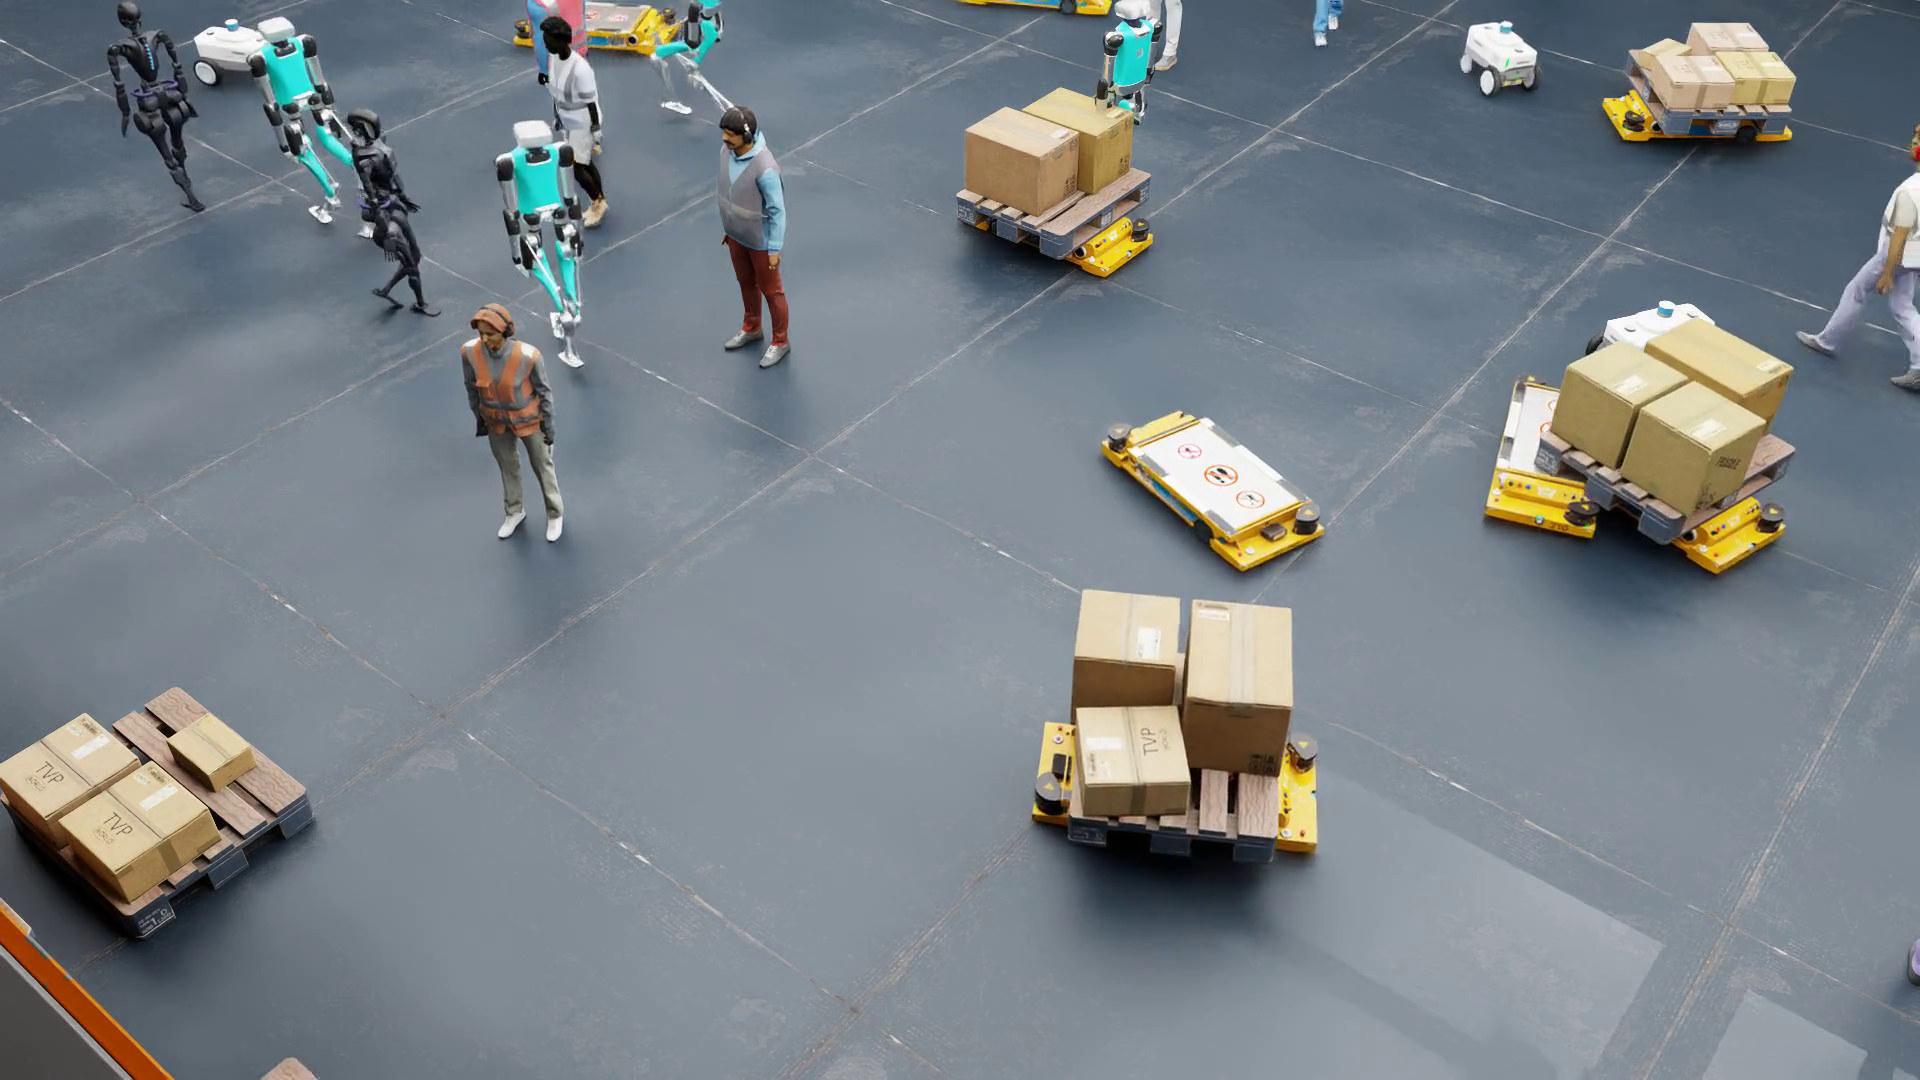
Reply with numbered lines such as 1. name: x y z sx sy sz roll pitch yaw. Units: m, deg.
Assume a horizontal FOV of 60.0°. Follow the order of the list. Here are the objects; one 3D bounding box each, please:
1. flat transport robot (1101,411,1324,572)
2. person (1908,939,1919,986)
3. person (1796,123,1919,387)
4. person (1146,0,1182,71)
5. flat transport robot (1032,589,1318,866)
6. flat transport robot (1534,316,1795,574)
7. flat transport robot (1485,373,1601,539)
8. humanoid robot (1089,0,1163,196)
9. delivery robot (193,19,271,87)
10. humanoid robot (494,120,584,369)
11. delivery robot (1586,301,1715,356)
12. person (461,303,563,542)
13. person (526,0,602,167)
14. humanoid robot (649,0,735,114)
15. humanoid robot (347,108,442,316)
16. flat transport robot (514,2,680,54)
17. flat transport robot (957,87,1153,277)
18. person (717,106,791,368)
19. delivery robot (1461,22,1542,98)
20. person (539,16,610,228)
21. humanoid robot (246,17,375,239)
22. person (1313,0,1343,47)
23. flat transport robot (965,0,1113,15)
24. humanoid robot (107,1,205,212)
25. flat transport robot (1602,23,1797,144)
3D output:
1. flat transport robot: 1.578 -0.362 10.504 0.659 0.231 1.431 -22 45 -24
2. person: 4.625 1.387 7.229 0.562 1.846 0.390 31 49 31
3. person: 6.347 -1.893 11.134 0.594 1.799 0.895 -23 46 -25
4. person: 1.835 -5.171 14.914 0.354 1.886 0.572 -31 49 -31
5. flat transport robot: 1.121 1.239 8.621 1.431 0.231 0.659 5 41 6
6. flat transport robot: 4.388 -0.348 10.488 0.659 0.231 1.431 -24 46 -26
7. flat transport robot: 3.834 -0.569 10.747 0.659 0.231 1.431 14 42 16
8. humanoid robot: 1.133 -3.439 12.887 0.533 1.677 0.735 -27 47 -28
9. delivery robot: -6.525 -4.414 15.047 0.763 0.591 0.525 11 42 13
10. humanoid robot: -2.707 -1.930 11.194 0.570 1.727 1.000 -23 46 -25
11. delivery robot: 4.782 -1.374 11.457 0.747 0.572 0.499 -13 42 -15
12. person: -2.626 -0.690 9.829 0.513 1.640 0.314 6 41 7
13. person: -3.232 -3.914 13.469 0.431 1.843 0.623 18 43 20
14. humanoid robot: -2.316 -4.347 14.084 1.011 1.741 0.535 15 43 17
15. humanoid robot: -4.054 -2.304 11.720 0.493 1.635 0.607 -2 40 -2
16. flat transport robot: -3.452 -4.874 15.811 1.431 0.231 0.659 6 41 7
17. flat transport robot: 0.735 -2.484 13.000 1.431 0.231 0.659 27 47 28
18. person: -1.393 -2.062 11.260 0.544 1.877 0.408 31 49 31
19. delivery robot: 4.873 -4.347 14.985 0.499 0.612 0.815 -11 42 -13
20. person: -2.962 -3.185 12.730 0.429 1.676 0.546 -27 47 -28
21. humanoid robot: -4.765 -2.980 12.484 1.028 1.761 0.540 30 49 31
22. person: 3.536 -5.463 15.408 0.524 1.672 0.848 4 41 5
23. flat transport robot: 0.818 -5.484 16.529 1.431 0.231 0.659 9 41 10
24. humanoid robot: -6.331 -3.417 13.024 0.676 1.638 0.600 28 48 29
25. flat transport robot: 6.392 -3.687 14.415 1.431 0.231 0.659 0 40 0
